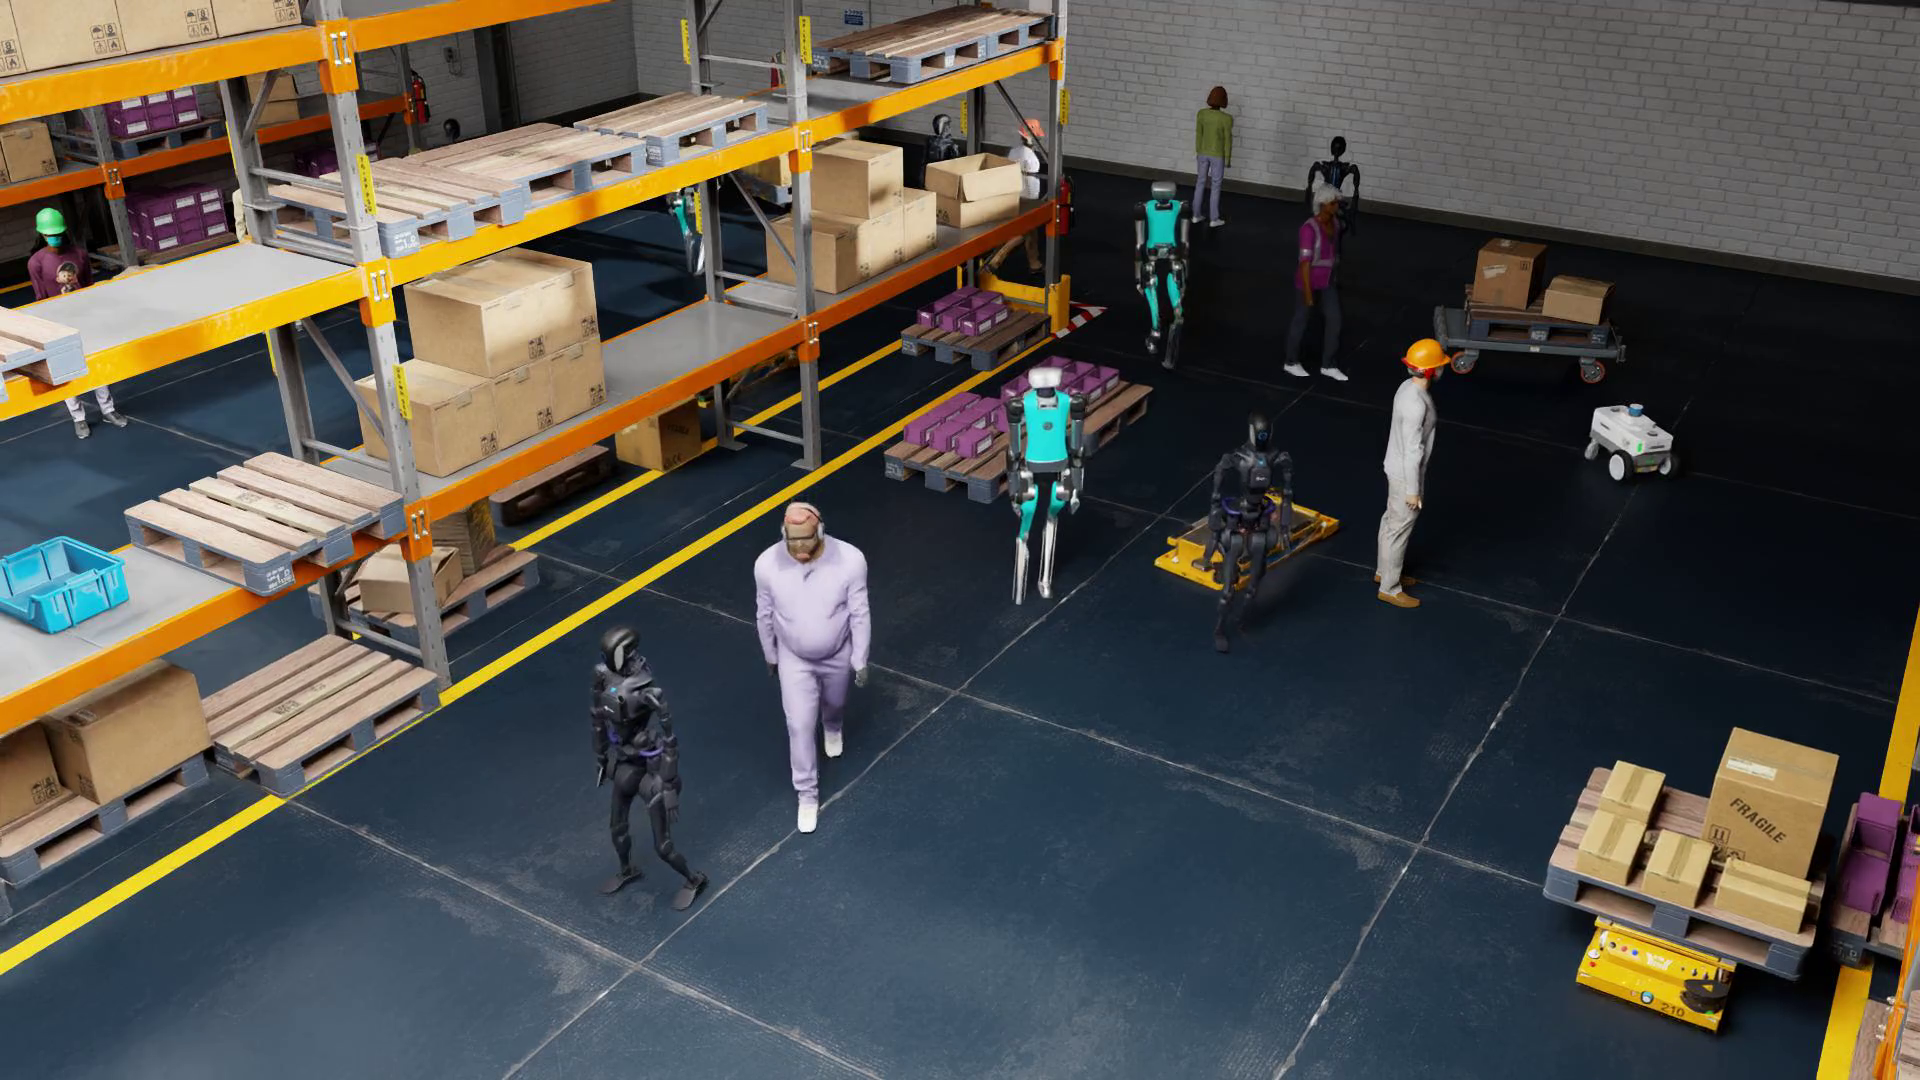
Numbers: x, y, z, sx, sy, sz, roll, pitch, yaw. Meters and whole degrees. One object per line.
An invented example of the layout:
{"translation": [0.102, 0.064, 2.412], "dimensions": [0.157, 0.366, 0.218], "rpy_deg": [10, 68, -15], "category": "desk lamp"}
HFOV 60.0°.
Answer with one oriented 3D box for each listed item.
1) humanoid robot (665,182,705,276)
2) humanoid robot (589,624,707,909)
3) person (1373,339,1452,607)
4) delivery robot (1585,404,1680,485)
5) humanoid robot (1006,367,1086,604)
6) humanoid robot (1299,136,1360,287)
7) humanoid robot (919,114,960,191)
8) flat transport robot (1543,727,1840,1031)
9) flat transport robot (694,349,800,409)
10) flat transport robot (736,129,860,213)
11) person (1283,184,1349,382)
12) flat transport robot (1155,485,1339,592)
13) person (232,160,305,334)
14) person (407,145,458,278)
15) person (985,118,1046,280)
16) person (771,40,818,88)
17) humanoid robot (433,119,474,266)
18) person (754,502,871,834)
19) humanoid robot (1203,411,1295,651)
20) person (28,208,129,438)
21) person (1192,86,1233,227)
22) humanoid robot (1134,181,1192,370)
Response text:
{"translation": [-2.851, -3.603, 17.807], "dimensions": [0.539, 1.897, 0.733], "rpy_deg": [4, 27, 7], "category": "humanoid robot"}
{"translation": [-1.598, 1.128, 8.415], "dimensions": [0.591, 1.635, 0.394], "rpy_deg": [17, 32, 30], "category": "humanoid robot"}
{"translation": [3.063, -0.465, 11.318], "dimensions": [0.353, 1.896, 0.581], "rpy_deg": [5, 27, 9], "category": "person"}
{"translation": [5.431, -0.790, 13.451], "dimensions": [0.517, 0.605, 0.777], "rpy_deg": [-6, 27, -11], "category": "delivery robot"}
{"translation": [0.553, -0.369, 11.365], "dimensions": [0.545, 1.858, 0.695], "rpy_deg": [-2, 27, -4], "category": "humanoid robot"}
{"translation": [3.835, -3.368, 17.285], "dimensions": [0.587, 1.649, 0.375], "rpy_deg": [5, 27, 10], "category": "humanoid robot"}
{"translation": [-0.184, -3.877, 18.288], "dimensions": [0.605, 1.640, 0.545], "rpy_deg": [20, 33, 35], "category": "humanoid robot"}
{"translation": [3.657, 1.893, 8.468], "dimensions": [0.659, 0.231, 1.431], "rpy_deg": [16, 31, 28], "category": "flat transport robot"}
{"translation": [-2.118, -1.564, 15.280], "dimensions": [0.659, 0.231, 1.431], "rpy_deg": [16, 31, 29], "category": "flat transport robot"}
{"translation": [-2.020, -4.268, 20.607], "dimensions": [0.659, 0.231, 1.431], "rpy_deg": [-18, 32, -32], "category": "flat transport robot"}
{"translation": [3.295, -2.291, 14.998], "dimensions": [0.554, 1.818, 0.779], "rpy_deg": [-20, 33, -34], "category": "person"}
{"translation": [2.126, -0.013, 12.224], "dimensions": [0.659, 0.231, 1.431], "rpy_deg": [23, 35, 38], "category": "flat transport robot"}
{"translation": [-6.744, -2.886, 16.243], "dimensions": [0.565, 1.751, 0.328], "rpy_deg": [-7, 28, -14], "category": "person"}
{"translation": [-5.057, -2.820, 15.987], "dimensions": [0.646, 1.894, 1.044], "rpy_deg": [-6, 27, -11], "category": "person"}
{"translation": [0.630, -3.623, 17.735], "dimensions": [0.791, 1.722, 0.572], "rpy_deg": [-9, 28, -17], "category": "person"}
{"translation": [-2.136, -5.673, 21.640], "dimensions": [0.635, 1.841, 0.429], "rpy_deg": [-4, 27, -8], "category": "person"}
{"translation": [-5.394, -3.725, 17.984], "dimensions": [0.608, 1.641, 0.487], "rpy_deg": [-2, 27, -4], "category": "humanoid robot"}
{"translation": [-0.810, 0.590, 9.280], "dimensions": [0.623, 1.857, 0.975], "rpy_deg": [-2, 27, -5], "category": "person"}
{"translation": [1.863, -0.067, 10.781], "dimensions": [0.583, 1.654, 0.355], "rpy_deg": [-4, 27, -8], "category": "humanoid robot"}
{"translation": [-7.448, -1.840, 13.968], "dimensions": [0.422, 1.948, 0.499], "rpy_deg": [21, 34, 35], "category": "person"}
{"translation": [2.978, -4.523, 19.611], "dimensions": [0.495, 1.626, 0.283], "rpy_deg": [21, 34, 35], "category": "person"}
{"translation": [1.872, -2.344, 15.242], "dimensions": [0.540, 1.763, 1.025], "rpy_deg": [-1, 27, -1], "category": "humanoid robot"}
